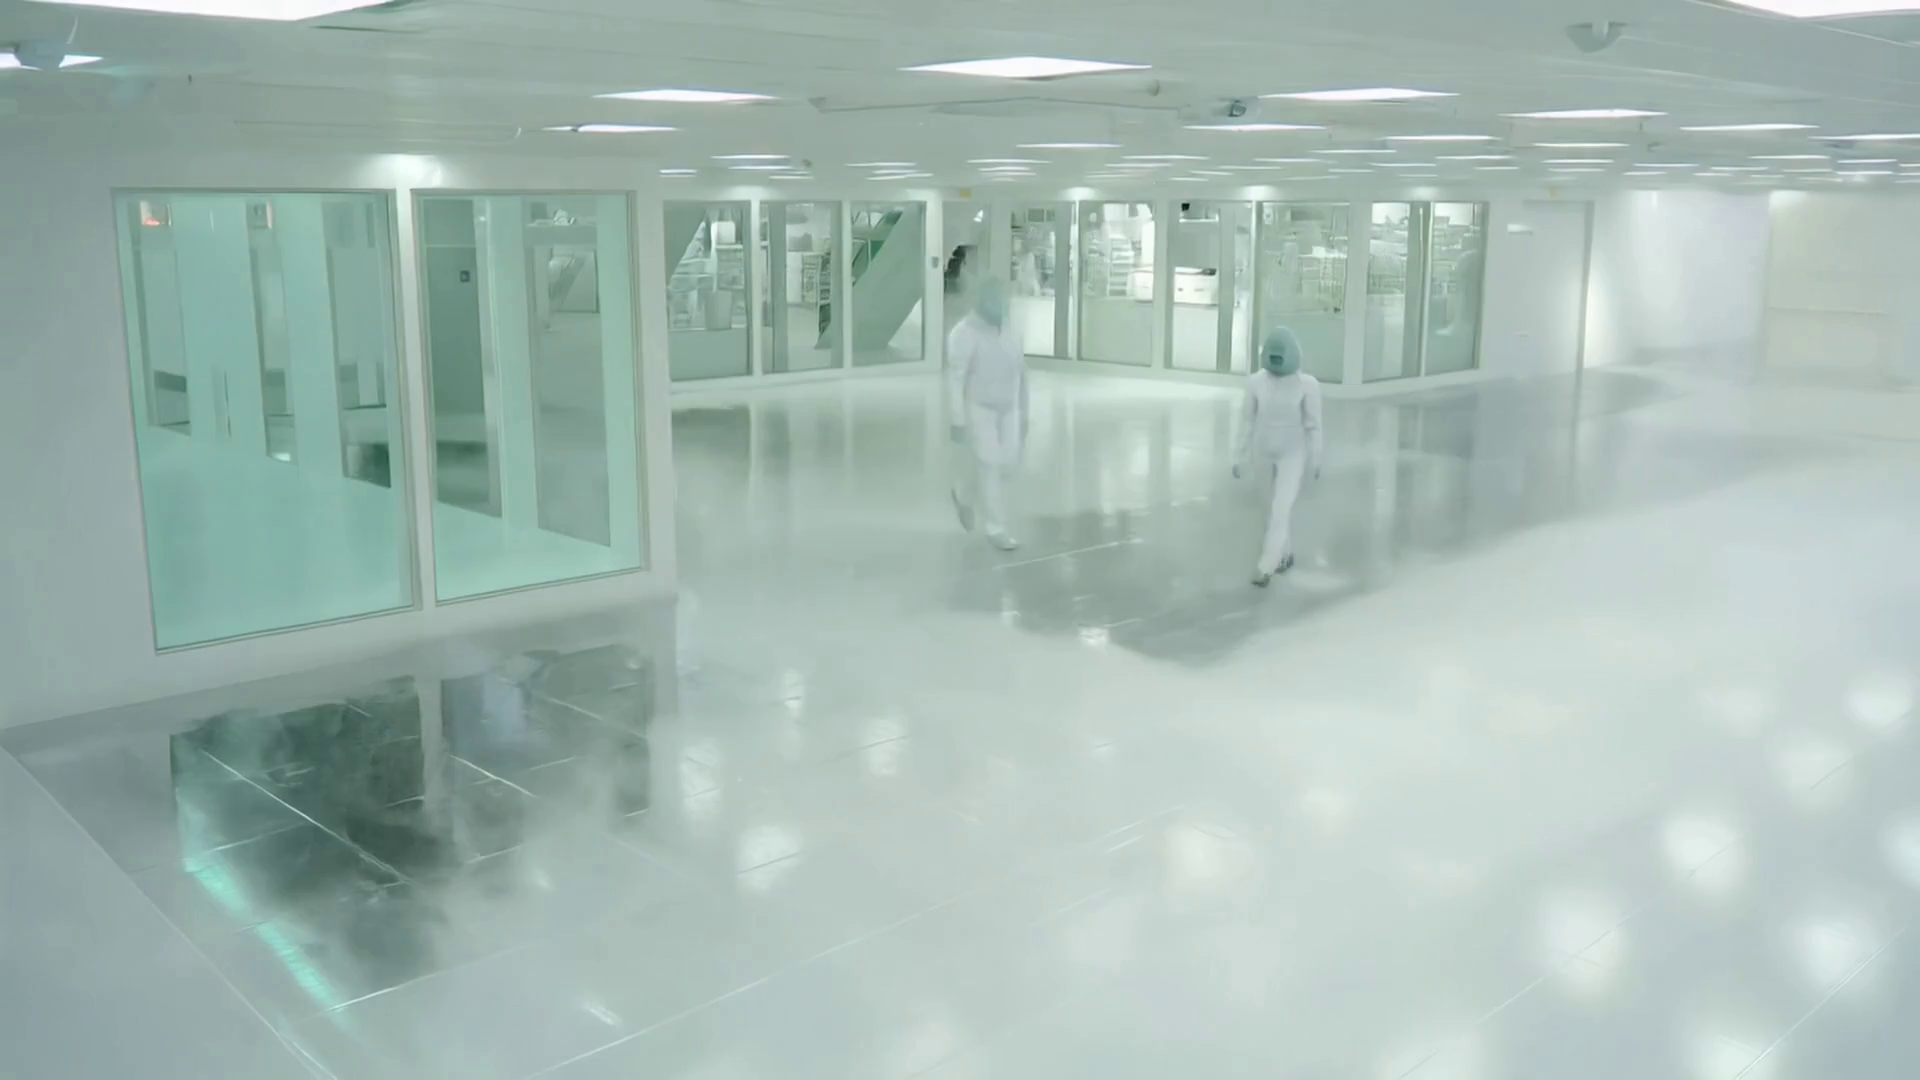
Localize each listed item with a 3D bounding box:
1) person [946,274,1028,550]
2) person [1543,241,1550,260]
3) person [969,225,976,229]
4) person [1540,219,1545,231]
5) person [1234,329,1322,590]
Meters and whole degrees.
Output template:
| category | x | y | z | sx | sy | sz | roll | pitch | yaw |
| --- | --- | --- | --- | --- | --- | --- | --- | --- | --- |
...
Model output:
| category | x | y | z | sx | sy | sz | roll | pitch | yaw |
| --- | --- | --- | --- | --- | --- | --- | --- | --- | --- |
| person | 0.172 | -0.905 | 11.555 | 0.651 | 1.880 | 0.765 | -9 | 15 | -39 |
| person | 18.200 | -8.867 | 51.492 | 0.518 | 1.874 | 0.329 | 4 | 12 | 19 |
| person | 0.258 | -5.011 | 31.780 | 0.517 | 2.026 | 0.637 | 1 | 11 | 3 |
| person | 29.341 | -15.310 | 83.929 | 0.964 | 1.795 | 0.567 | 6 | 13 | 29 |
| person | 1.960 | -0.508 | 10.304 | 0.517 | 1.585 | 0.881 | 7 | 13 | 32 |
